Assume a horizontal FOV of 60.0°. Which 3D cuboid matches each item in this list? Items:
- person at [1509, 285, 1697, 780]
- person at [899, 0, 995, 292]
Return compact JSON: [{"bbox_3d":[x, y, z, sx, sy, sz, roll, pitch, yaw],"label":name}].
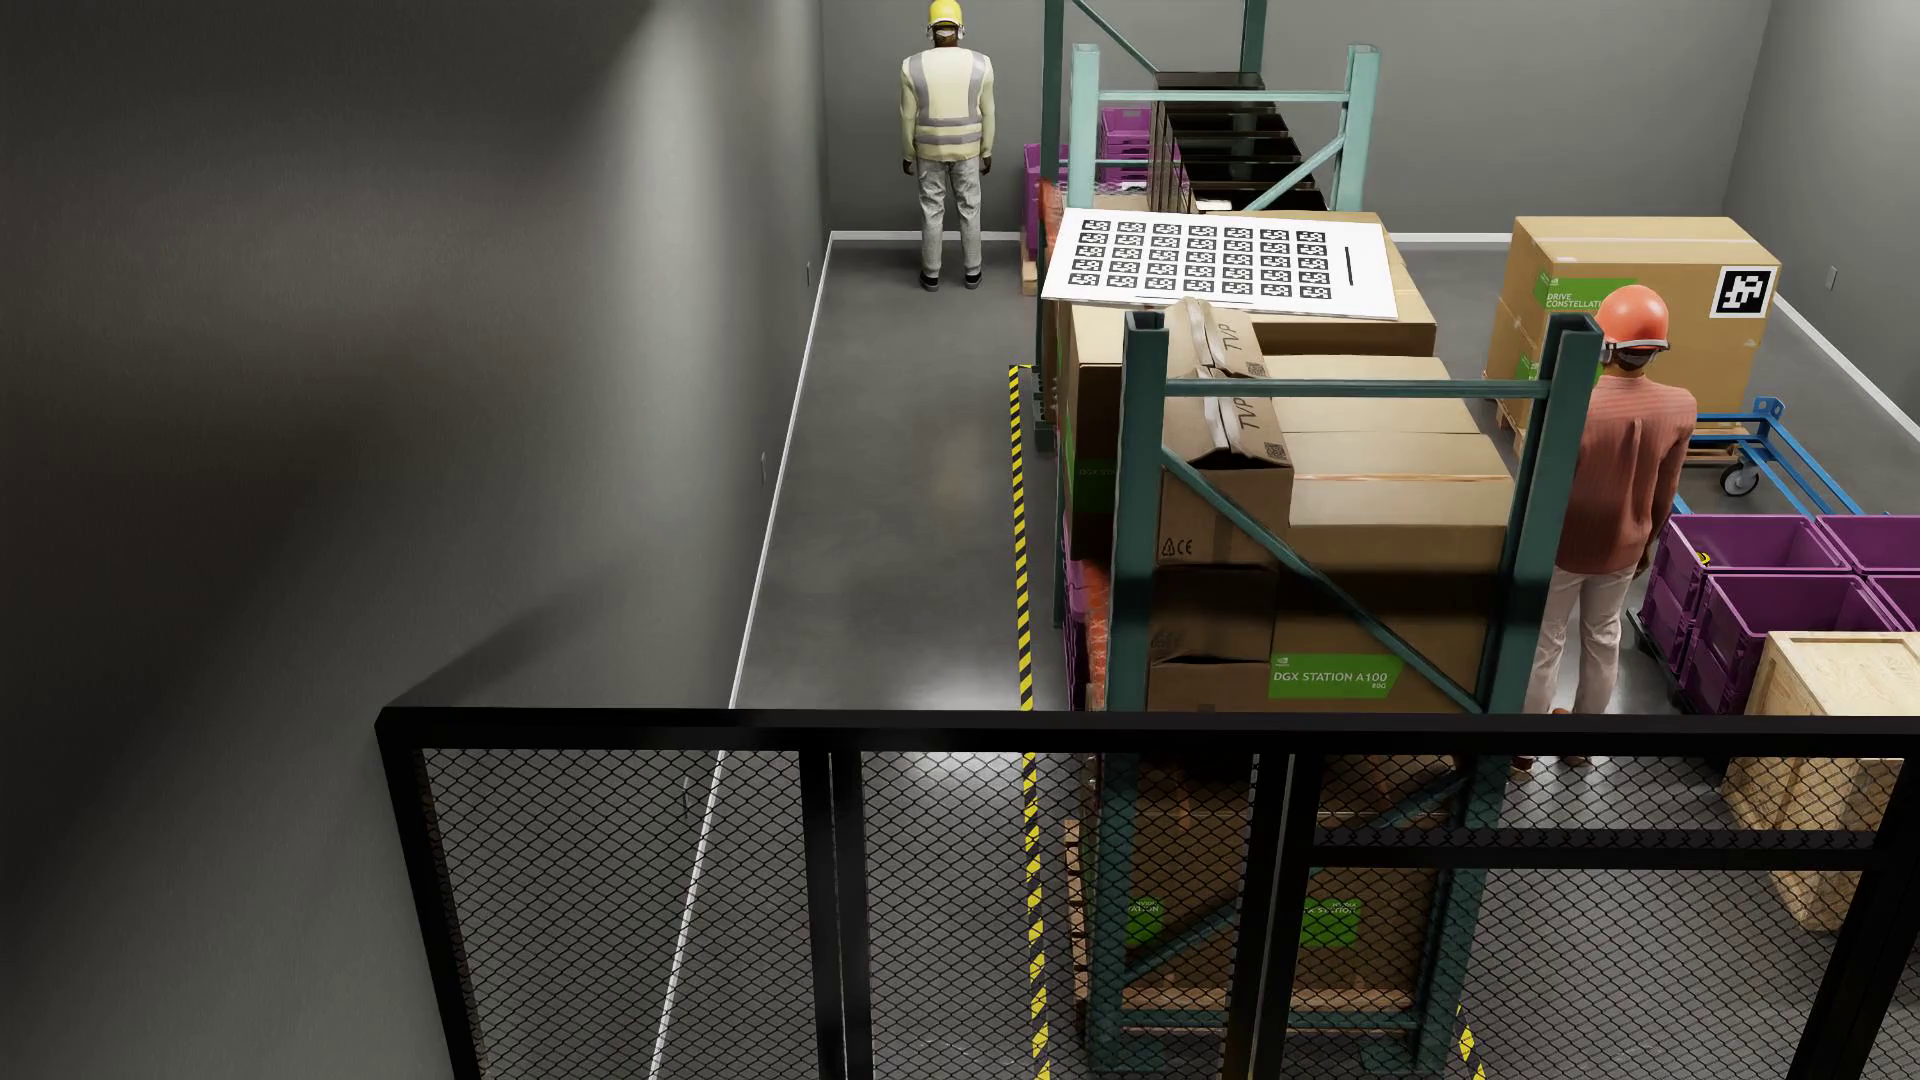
[{"bbox_3d":[2.310,0.006,6.151,0.619,1.994,0.381,-7,32,-12],"label":"person"},{"bbox_3d":[-0.082,-2.451,10.400,0.591,1.820,0.404,-3,31,-4],"label":"person"}]
